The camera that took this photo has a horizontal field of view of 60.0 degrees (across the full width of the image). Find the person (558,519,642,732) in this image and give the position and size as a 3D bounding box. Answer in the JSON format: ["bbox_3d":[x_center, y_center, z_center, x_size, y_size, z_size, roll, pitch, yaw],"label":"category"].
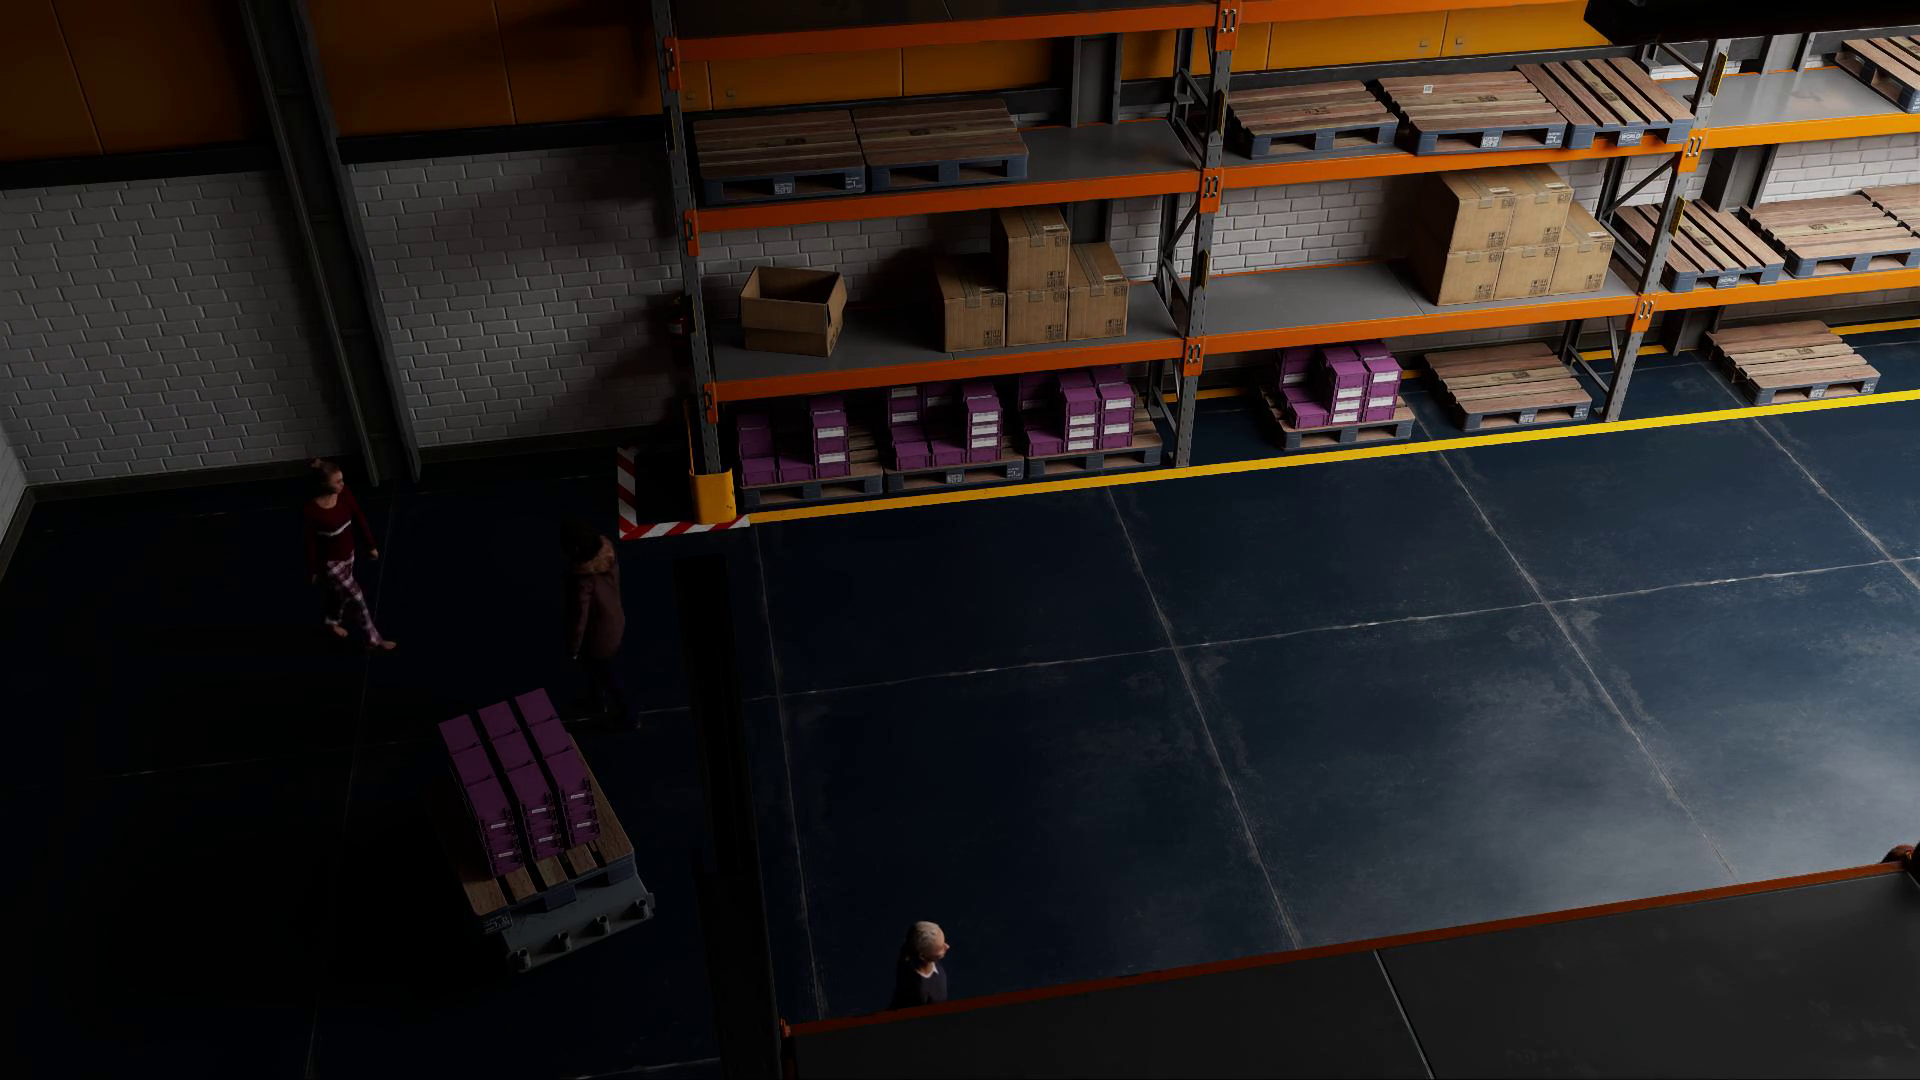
[{"bbox_3d":[-2.404,0.604,11.411,0.892,1.827,0.856,2,39,3],"label":"person"}]

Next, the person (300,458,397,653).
[{"bbox_3d":[-4.642,0.106,12.160,1.030,1.670,0.907,18,42,21],"label":"person"}]

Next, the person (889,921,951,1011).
[{"bbox_3d":[-0.285,2.608,8.998,0.672,1.705,0.675,-1,39,-1],"label":"person"}]
